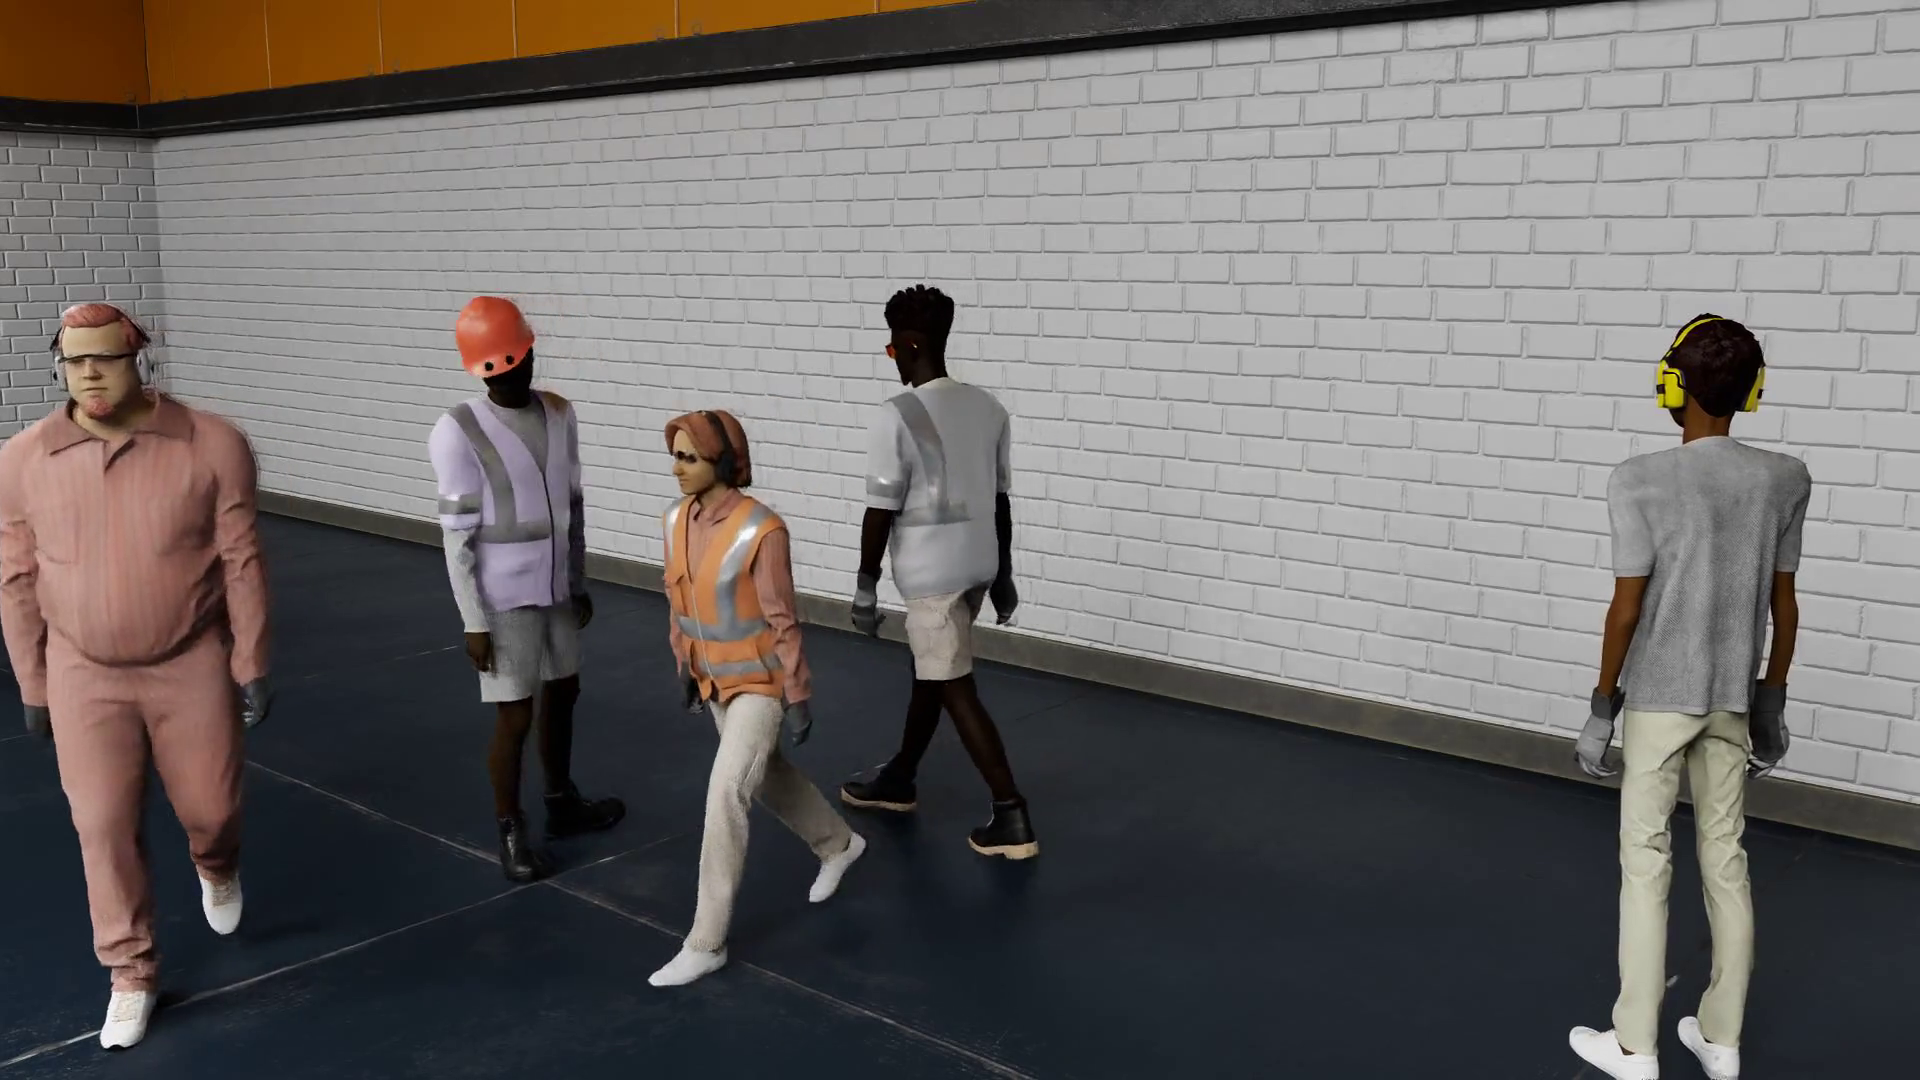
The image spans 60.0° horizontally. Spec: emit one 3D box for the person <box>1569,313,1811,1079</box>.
[{"bbox_3d":[1.730,0.408,3.988,0.552,1.878,0.372,-1,10,-8],"label":"person"}]

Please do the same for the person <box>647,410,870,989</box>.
[{"bbox_3d":[-0.572,0.397,4.802,0.867,1.592,0.528,-9,14,-43],"label":"person"}]

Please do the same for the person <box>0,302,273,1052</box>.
[{"bbox_3d":[-2.159,0.315,4.405,0.648,1.892,0.679,-3,10,-18],"label":"person"}]

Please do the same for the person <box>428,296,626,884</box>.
[{"bbox_3d":[-1.348,0.152,5.384,0.389,1.881,0.783,5,11,26],"label":"person"}]

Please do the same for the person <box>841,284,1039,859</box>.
[{"bbox_3d":[-0.072,0.102,5.638,0.977,1.917,0.609,7,12,36],"label":"person"}]
